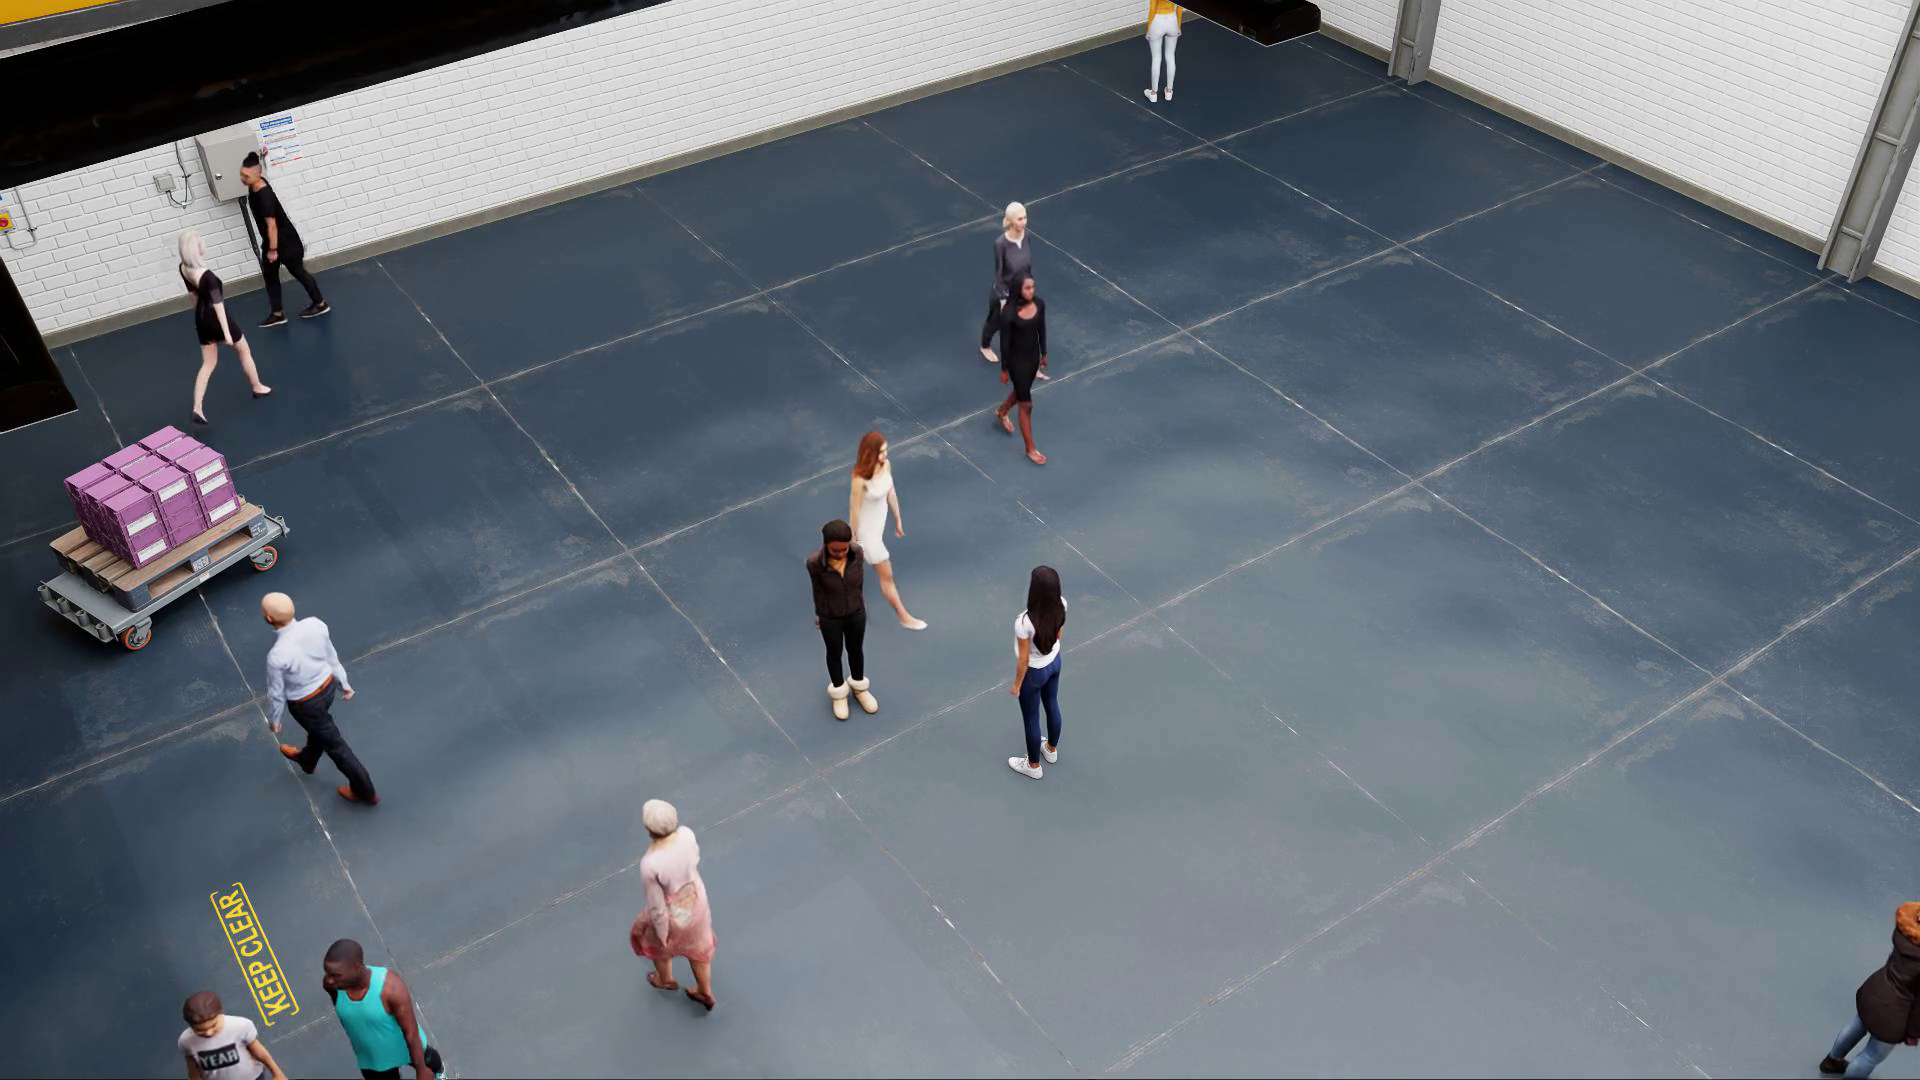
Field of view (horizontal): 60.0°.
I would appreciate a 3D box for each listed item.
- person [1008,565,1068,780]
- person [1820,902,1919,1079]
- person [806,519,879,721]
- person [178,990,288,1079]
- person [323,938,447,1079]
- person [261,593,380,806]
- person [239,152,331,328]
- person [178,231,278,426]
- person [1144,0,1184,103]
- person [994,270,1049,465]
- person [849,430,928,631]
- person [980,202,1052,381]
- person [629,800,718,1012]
[{"bbox_3d":[0.538,0.876,11.111,0.572,1.775,0.629,31,48,33],"label":"person"},{"bbox_3d":[5.132,2.541,9.142,0.778,1.631,0.715,5,39,7],"label":"person"},{"bbox_3d":[-0.837,0.502,11.672,0.673,1.659,0.615,-23,44,-26],"label":"person"},{"bbox_3d":[-3.859,2.815,8.878,0.880,1.531,1.123,-8,39,-10],"label":"person"},{"bbox_3d":[-3.013,2.637,8.911,1.089,1.768,1.215,2,39,3],"label":"person"},{"bbox_3d":[-4.141,1.092,10.854,1.193,1.758,1.036,14,41,17],"label":"person"},{"bbox_3d":[-6.411,-2.881,15.775,0.826,1.826,0.896,-21,43,-24],"label":"person"},{"bbox_3d":[-6.554,-1.812,14.461,1.149,1.794,1.049,13,40,16],"label":"person"},{"bbox_3d":[2.437,-6.116,19.887,0.667,1.749,0.658,-7,39,-8],"label":"person"},{"bbox_3d":[0.493,-1.545,14.202,0.671,1.701,1.016,-28,47,-31],"label":"person"},{"bbox_3d":[-0.737,-0.130,12.472,1.255,1.649,0.860,25,45,28],"label":"person"},{"bbox_3d":[0.403,-2.294,15.158,0.612,1.679,1.079,-23,44,-26],"label":"person"},{"bbox_3d":[-1.575,2.155,9.589,0.767,1.675,0.673,31,48,33],"label":"person"}]
